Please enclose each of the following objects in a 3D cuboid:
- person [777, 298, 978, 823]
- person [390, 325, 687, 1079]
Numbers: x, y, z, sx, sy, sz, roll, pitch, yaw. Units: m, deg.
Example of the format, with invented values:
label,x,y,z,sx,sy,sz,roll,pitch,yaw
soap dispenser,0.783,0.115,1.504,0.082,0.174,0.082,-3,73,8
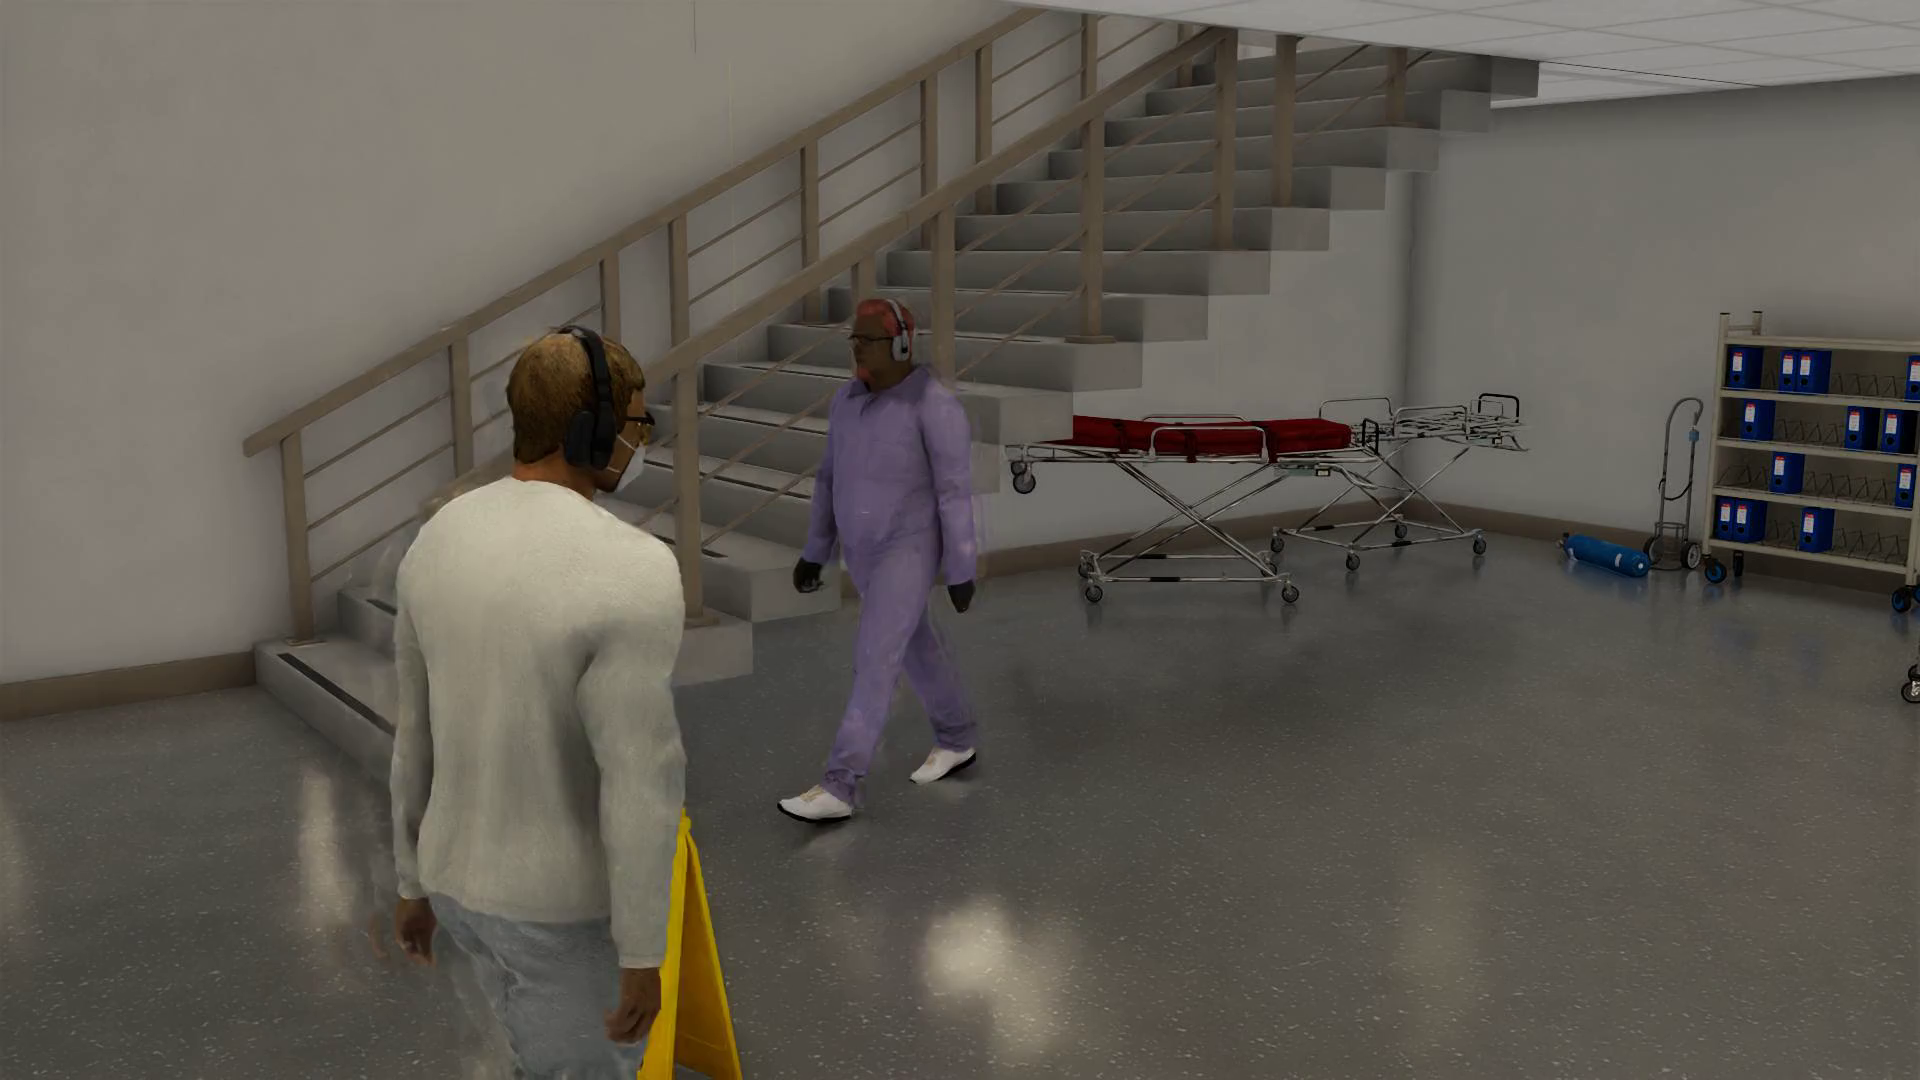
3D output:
label,x,y,z,sx,sy,sz,roll,pitch,yaw
person,-0.274,0.058,6.061,1.015,1.856,0.639,-8,13,-40
person,-0.764,0.605,2.744,0.660,1.910,0.756,8,13,38
